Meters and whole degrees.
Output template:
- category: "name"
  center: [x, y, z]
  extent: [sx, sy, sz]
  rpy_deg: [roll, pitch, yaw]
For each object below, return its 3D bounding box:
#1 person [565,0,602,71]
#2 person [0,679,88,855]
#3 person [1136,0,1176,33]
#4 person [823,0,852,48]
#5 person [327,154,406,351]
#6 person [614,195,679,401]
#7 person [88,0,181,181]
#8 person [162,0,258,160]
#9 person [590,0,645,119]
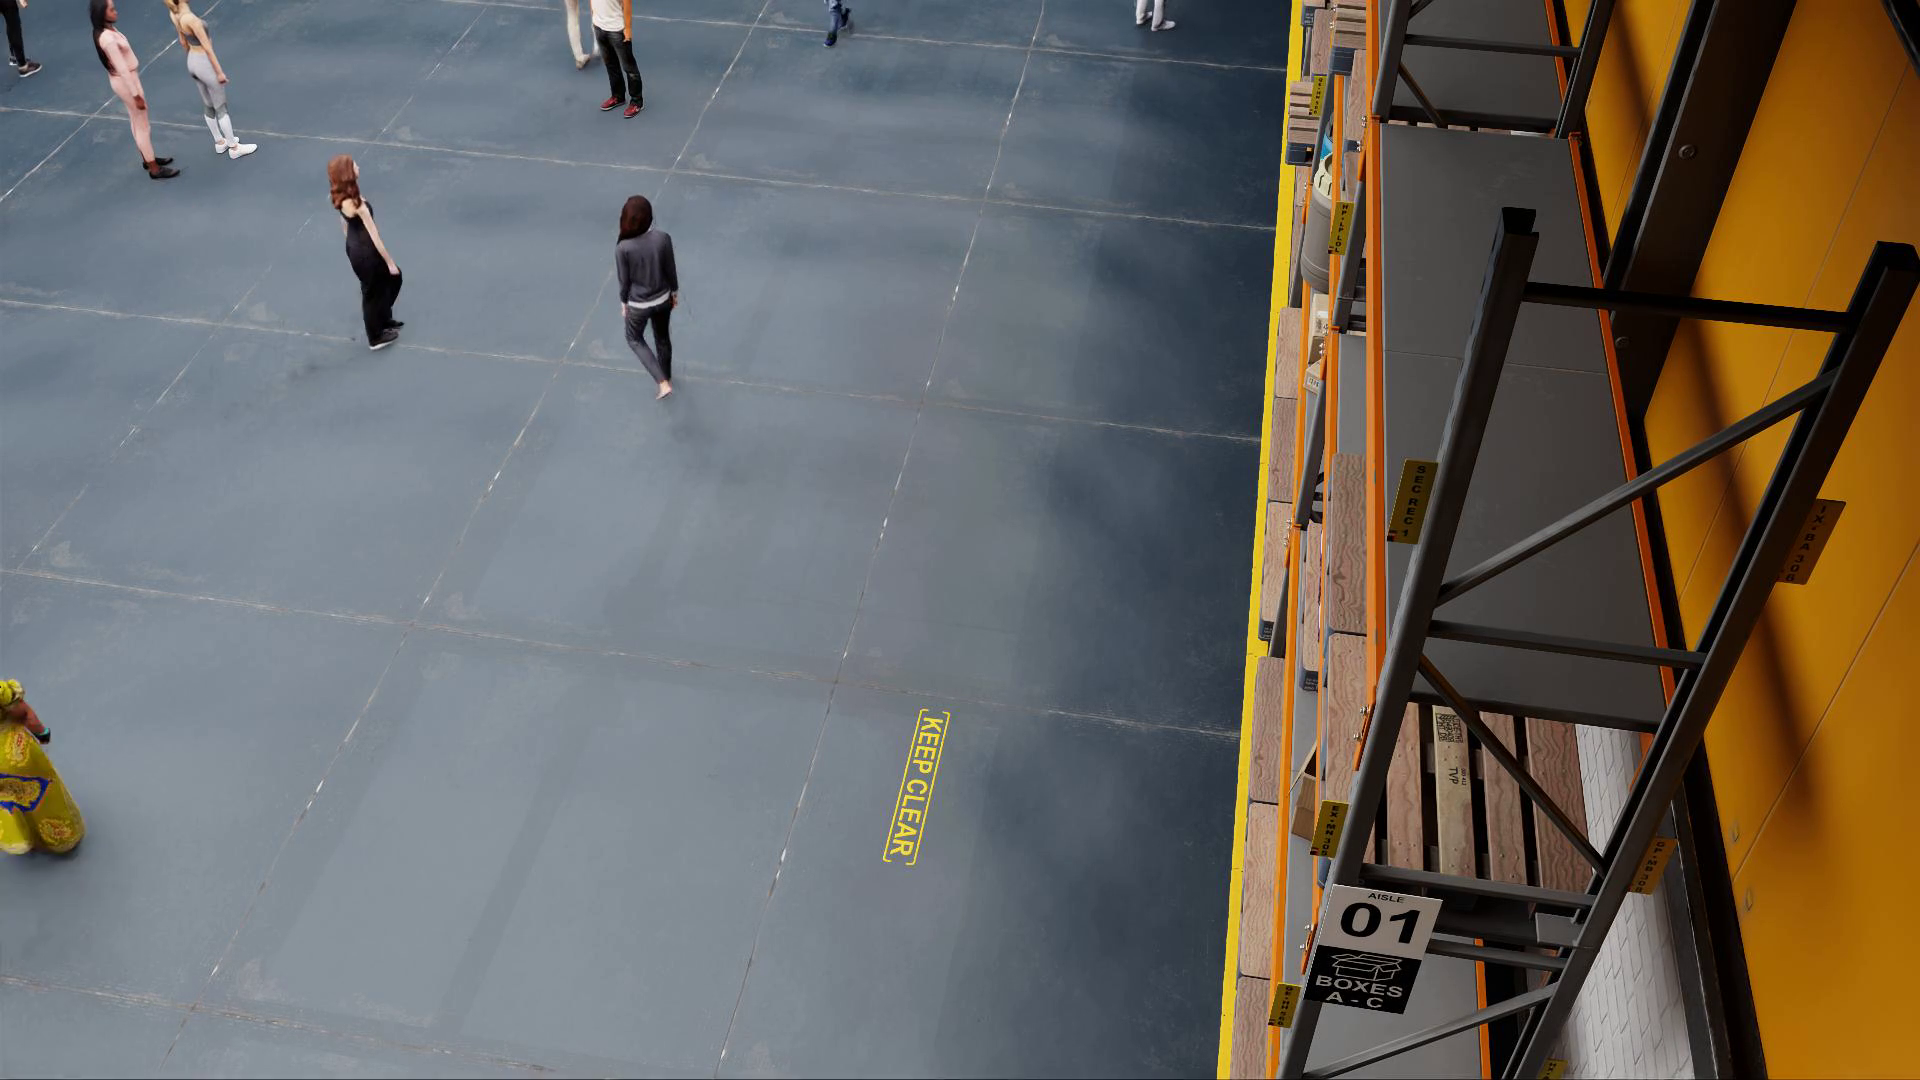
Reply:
- category: "person"
  center: [-3.863, -5.570, 16.585]
  extent: [0.658, 1.829, 0.675]
  rpy_deg: [8, 44, 8]
- category: "person"
  center: [-5.493, 1.292, 9.524]
  extent: [0.942, 1.645, 0.971]
  rpy_deg: [-16, 46, -16]
- category: "person"
  center: [2.042, -6.228, 17.235]
  extent: [0.767, 1.887, 0.737]
  rpy_deg: [-32, 52, -29]
- category: "person"
  center: [-1.299, -5.803, 17.260]
  extent: [0.717, 1.238, 0.881]
  rpy_deg: [26, 50, 25]
- category: "person"
  center: [-4.787, -2.231, 13.151]
  extent: [0.825, 1.733, 0.765]
  rpy_deg: [-30, 51, -27]
- category: "person"
  center: [-2.342, -1.786, 12.668]
  extent: [0.859, 1.755, 0.927]
  rpy_deg: [-22, 48, -22]
- category: "person"
  center: [-7.570, -4.110, 15.131]
  extent: [0.755, 1.722, 0.675]
  rpy_deg: [-22, 48, -21]
- category: "person"
  center: [-7.003, -4.360, 15.407]
  extent: [0.654, 1.702, 0.674]
  rpy_deg: [27, 50, 25]
- category: "person"
  center: [-3.326, -4.960, 15.971]
  extent: [0.710, 1.804, 0.677]
  rpy_deg: [24, 49, 23]
